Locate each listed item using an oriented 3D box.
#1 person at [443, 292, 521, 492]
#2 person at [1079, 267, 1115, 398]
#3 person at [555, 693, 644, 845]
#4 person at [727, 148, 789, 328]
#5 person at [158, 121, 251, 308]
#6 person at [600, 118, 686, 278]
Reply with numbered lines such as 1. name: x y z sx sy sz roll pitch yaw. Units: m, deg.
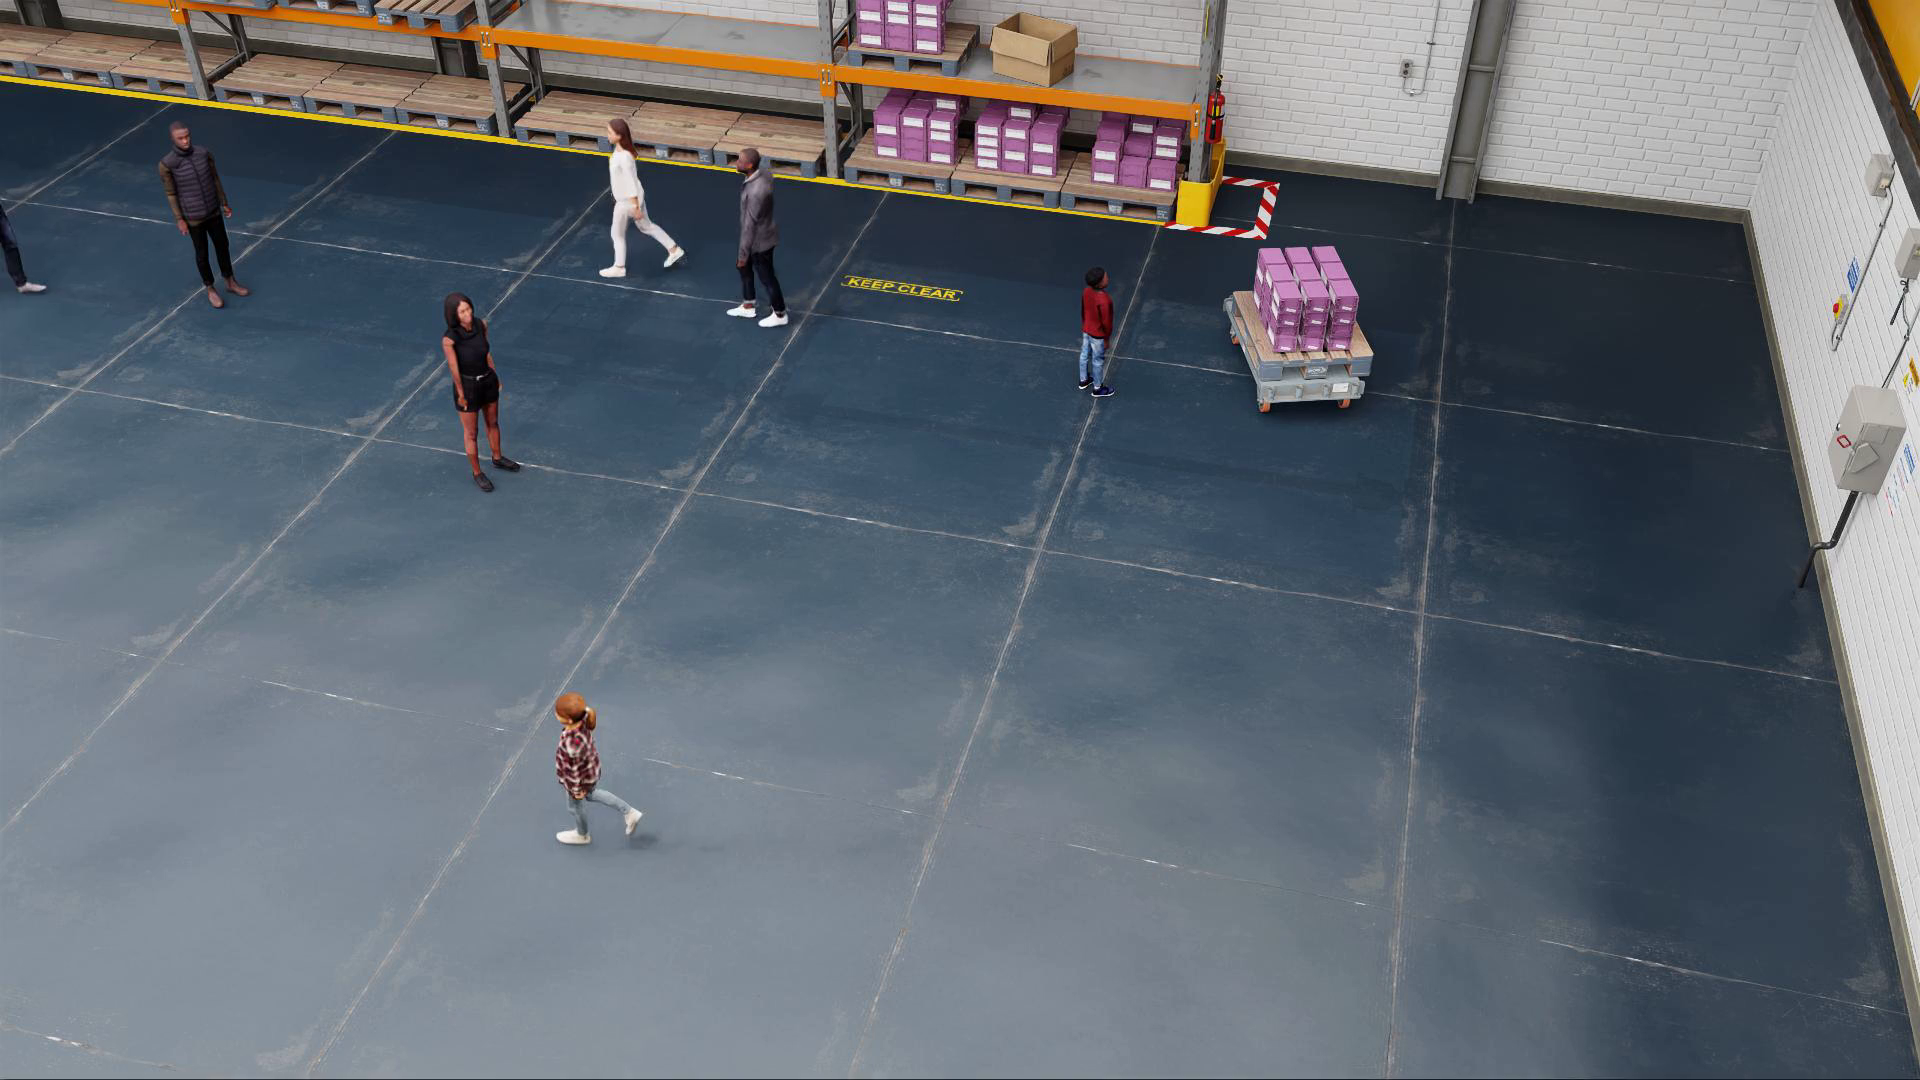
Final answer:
1. person: -3.954 -1.239 13.588 0.614 1.740 0.655 21 43 24
2. person: 1.200 -1.860 14.754 0.649 1.256 0.581 -23 44 -26
3. person: -2.343 1.471 10.552 0.845 1.293 0.626 2 39 2
4. person: -1.775 -2.790 15.483 0.959 1.800 0.898 -5 39 -7
5. person: -7.247 -3.133 15.881 0.724 1.838 0.771 26 45 29
6. person: -3.155 -3.349 16.298 1.167 1.655 0.892 -6 39 -7
